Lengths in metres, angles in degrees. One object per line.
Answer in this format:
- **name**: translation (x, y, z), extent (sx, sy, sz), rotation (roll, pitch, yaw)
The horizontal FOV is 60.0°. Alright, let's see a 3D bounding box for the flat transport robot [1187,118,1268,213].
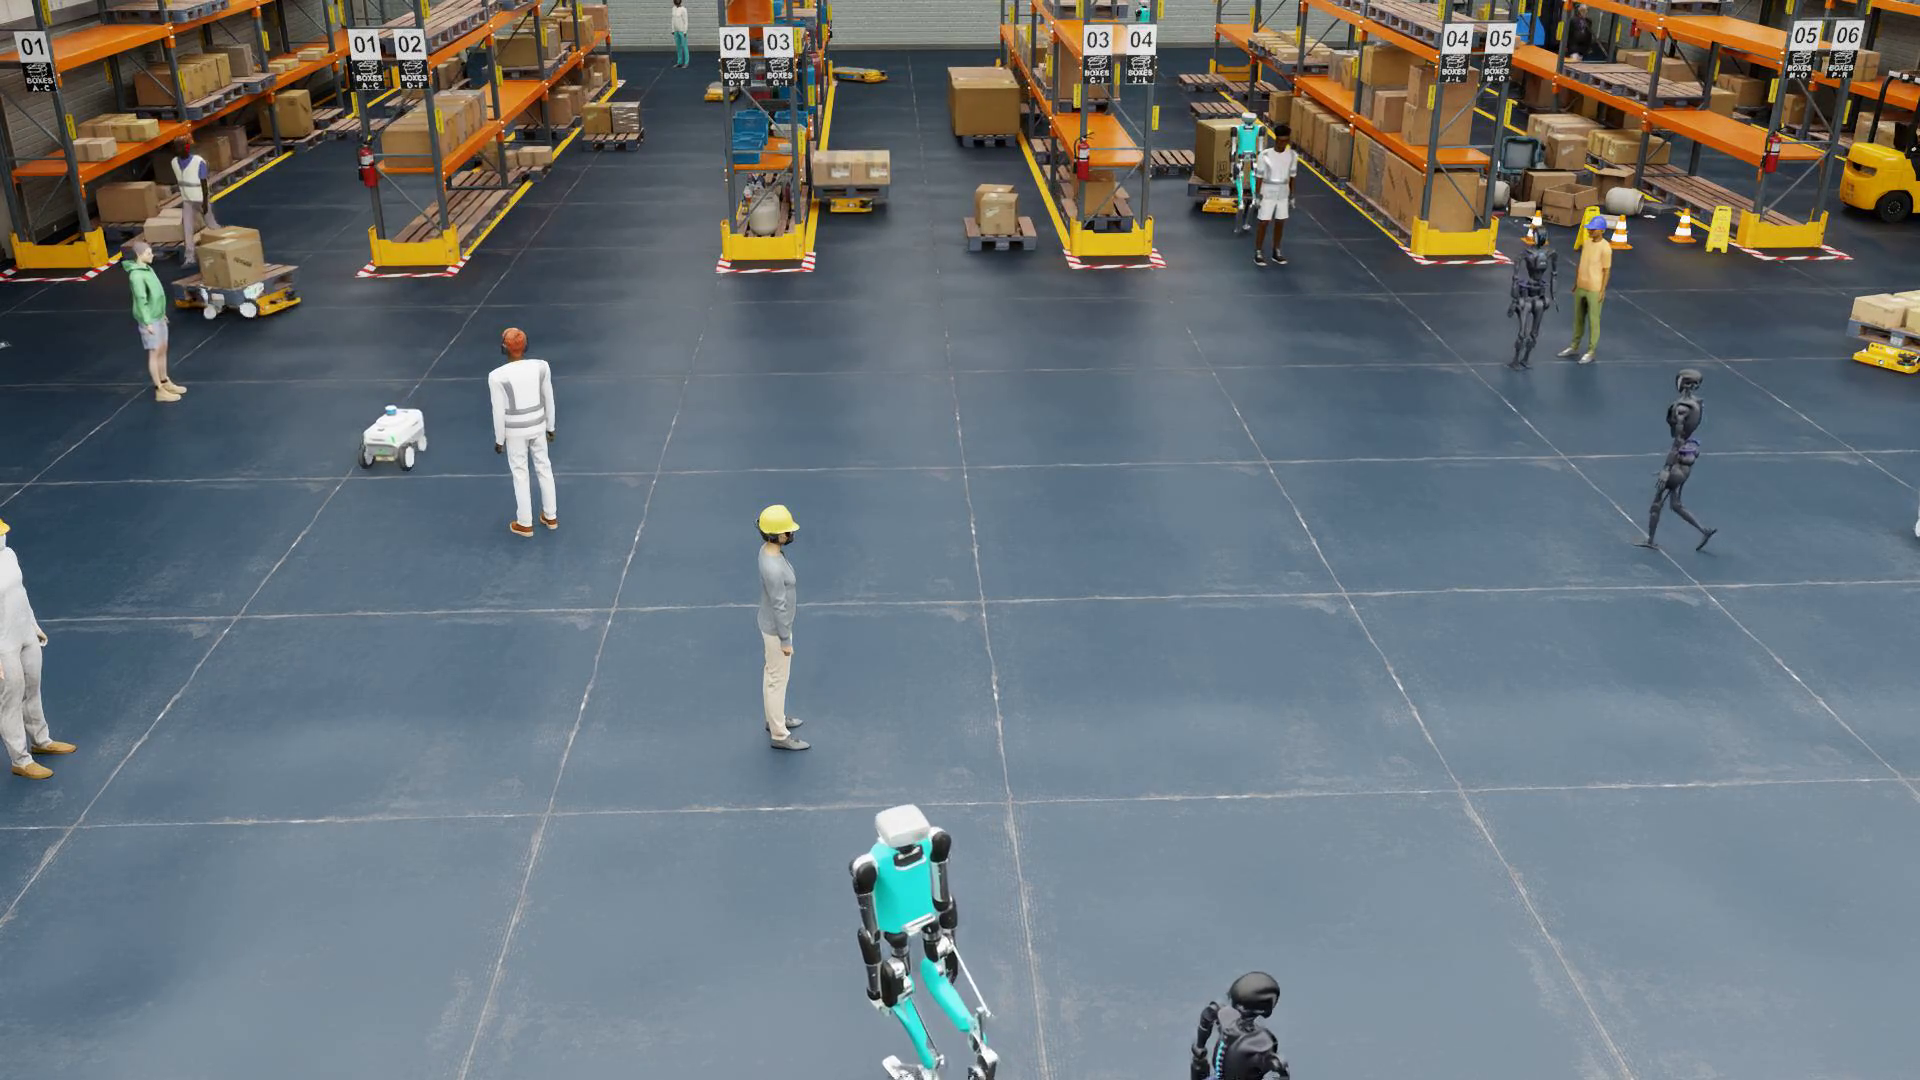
- **flat transport robot**: translation (4.322, -5.540, 26.921), extent (0.659, 0.231, 1.431), rotation (5, 25, 12)

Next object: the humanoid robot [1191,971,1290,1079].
- **humanoid robot**: translation (1.119, 2.520, 7.087), extent (0.427, 1.645, 0.601), rotation (-15, 28, -31)

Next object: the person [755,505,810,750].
- **person**: translation (-1.220, 0.584, 11.318), extent (0.307, 1.768, 0.524), rotation (-5, 24, -11)

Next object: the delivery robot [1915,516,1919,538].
- **delivery robot**: translation (8.667, -0.141, 14.432), extent (0.499, 0.591, 0.781), rotation (1, 24, 2)

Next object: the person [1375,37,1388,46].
- **person**: translation (10.644, -12.874, 41.545), extent (0.633, 1.774, 0.634), rotation (-3, 24, -6)

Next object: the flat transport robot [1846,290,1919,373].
- **flat transport robot**: translation (11.188, -2.232, 19.487), extent (1.431, 0.231, 0.659), rotation (-16, 29, -32)

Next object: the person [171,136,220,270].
- **person**: translation (-10.701, -4.769, 23.312), extent (0.568, 1.799, 0.958), rotation (6, 25, 12)

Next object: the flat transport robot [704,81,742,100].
- **flat transport robot**: translation (-5.229, -9.944, 36.817), extent (0.659, 0.231, 1.431), rotation (0, 24, 1)

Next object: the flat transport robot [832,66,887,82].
- **flat transport robot**: translation (-2.484, -10.902, 38.969), extent (1.431, 0.231, 0.659), rotation (14, 27, 28)

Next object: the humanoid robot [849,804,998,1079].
- **humanoid robot**: translation (-0.094, 2.168, 7.863), extent (0.538, 1.767, 1.027), rotation (-16, 28, -31)

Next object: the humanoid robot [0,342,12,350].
- **humanoid robot**: translation (-11.742, -2.951, 19.332), extent (1.039, 1.740, 0.561), rotation (-1, 24, -2)

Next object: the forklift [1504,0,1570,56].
- **forklift**: translation (14.700, -13.805, 42.301), extent (1.873, 2.768, 1.129), rotation (-1, 24, -2)

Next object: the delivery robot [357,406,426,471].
- **delivery robot**: translation (-5.585, -1.032, 16.419), extent (0.499, 0.577, 0.769), rotation (3, 24, 6)

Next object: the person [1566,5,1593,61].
- **person**: translation (13.979, -11.090, 37.461), extent (0.561, 1.829, 0.782), rotation (-4, 24, -8)

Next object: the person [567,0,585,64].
- **person**: translation (-9.512, -12.556, 40.797), extent (1.045, 1.790, 0.528), rotation (7, 25, 15)

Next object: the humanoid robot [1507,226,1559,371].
- **humanoid robot**: translation (6.547, -2.737, 18.895), extent (0.609, 1.652, 0.418), rotation (-5, 25, -12)

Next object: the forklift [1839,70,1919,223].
- **forklift**: translation (15.132, -6.143, 25.915), extent (2.313, 2.155, 1.214), rotation (-1, 24, -2)

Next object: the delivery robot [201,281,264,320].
- **delivery robot**: translation (-9.205, -3.100, 21.077), extent (0.785, 0.587, 0.499), rotation (-2, 24, -4)

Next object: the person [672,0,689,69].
- **person**: translation (-6.826, -12.394, 40.480), extent (0.524, 1.768, 0.307), rotation (19, 30, 37)

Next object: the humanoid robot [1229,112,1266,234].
- **humanoid robot**: translation (4.312, -5.458, 24.894), extent (0.531, 1.760, 0.726), rotation (0, 24, 0)

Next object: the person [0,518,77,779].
- **person**: translation (-6.271, 0.666, 10.980), extent (0.359, 1.896, 0.565), rotation (1, 24, 2)

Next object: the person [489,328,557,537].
- **person**: translation (-3.827, -0.951, 14.626), extent (0.582, 1.880, 0.349), rotation (-19, 30, -37)

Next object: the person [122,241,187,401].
- **person**: translation (-8.731, -2.369, 17.988), extent (0.354, 1.737, 0.473), rotation (-2, 24, -4)

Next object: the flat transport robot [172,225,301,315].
- **flat transport robot**: translation (-9.340, -3.131, 21.507), extent (1.431, 0.231, 0.659), rotation (8, 25, 18)

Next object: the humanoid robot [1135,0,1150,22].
- **humanoid robot**: translation (4.139, -11.842, 39.115), extent (0.533, 1.674, 0.735), rotation (-18, 30, -35)

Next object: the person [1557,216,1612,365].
- **person**: translation (7.236, -2.884, 19.171), extent (0.371, 1.717, 0.448), rotation (-10, 26, -21)

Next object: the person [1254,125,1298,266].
- **person**: translation (4.402, -4.811, 23.215), extent (0.606, 1.957, 0.377), rotation (-5, 25, -11)

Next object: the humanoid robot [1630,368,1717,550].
- **humanoid robot**: translation (6.224, -0.659, 14.251), extent (0.660, 1.637, 0.601), rotation (14, 28, 28)

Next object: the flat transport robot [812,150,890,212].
- **flat transport robot**: translation (-1.745, -5.541, 26.922), extent (0.659, 0.231, 1.431), rotation (-1, 24, -2)

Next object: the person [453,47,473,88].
- **person**: translation (-11.365, -11.093, 37.641), extent (0.541, 1.695, 0.316), rotation (2, 24, 4)
